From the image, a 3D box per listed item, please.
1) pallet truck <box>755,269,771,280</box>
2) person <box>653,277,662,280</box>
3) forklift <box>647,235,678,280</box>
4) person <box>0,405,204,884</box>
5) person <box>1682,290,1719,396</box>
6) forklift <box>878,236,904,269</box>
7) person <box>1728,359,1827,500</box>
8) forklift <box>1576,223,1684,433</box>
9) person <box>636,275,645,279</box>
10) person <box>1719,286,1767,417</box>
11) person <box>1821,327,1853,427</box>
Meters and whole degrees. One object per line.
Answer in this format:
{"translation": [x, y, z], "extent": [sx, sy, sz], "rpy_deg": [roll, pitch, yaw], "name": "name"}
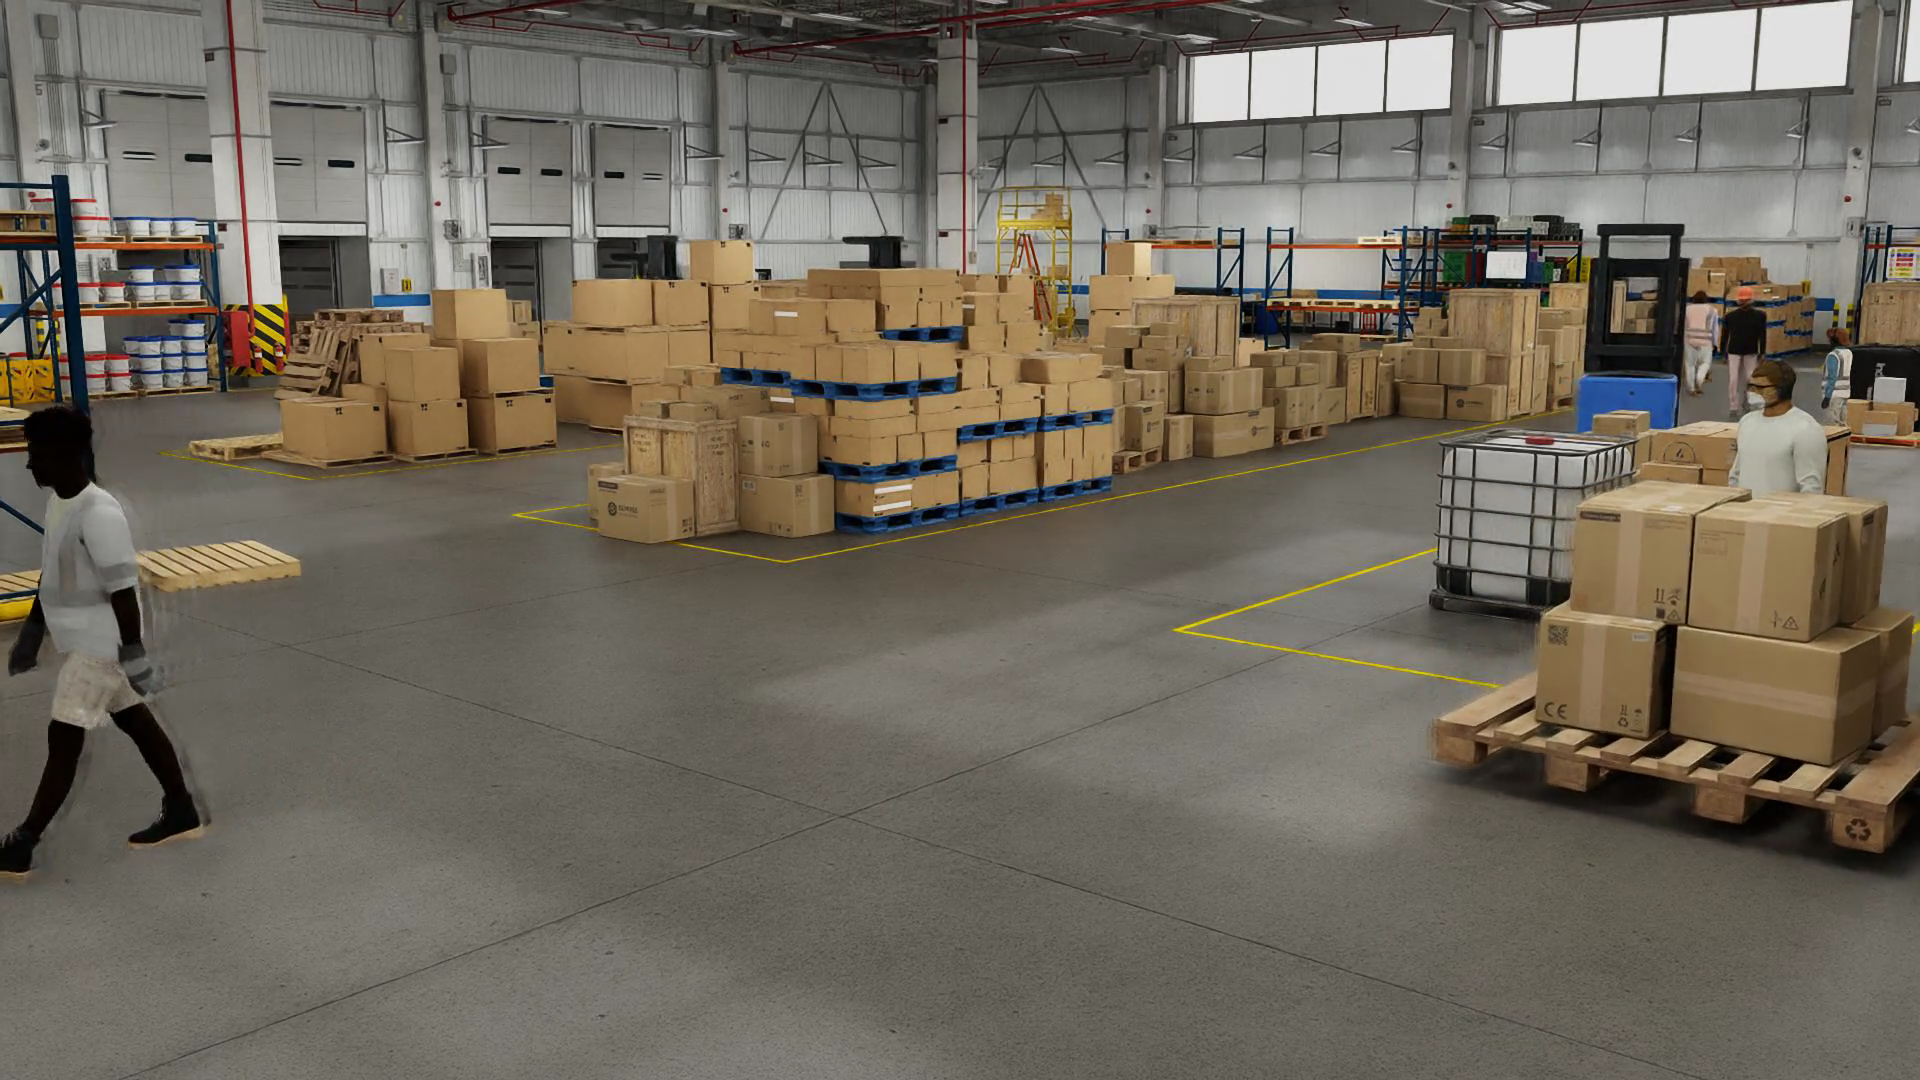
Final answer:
{"translation": [-4.996, -6.432, 45.525], "extent": [1.885, 1.965, 0.823], "rpy_deg": [-6, 12, -32], "name": "pallet truck"}
{"translation": [-6.518, -4.725, 36.016], "extent": [0.634, 1.930, 0.384], "rpy_deg": [-5, 11, -26], "name": "person"}
{"translation": [-6.576, -5.380, 37.025], "extent": [1.873, 2.768, 1.129], "rpy_deg": [3, 10, 15], "name": "forklift"}
{"translation": [-3.640, 0.412, 6.776], "extent": [1.012, 1.910, 0.614], "rpy_deg": [-8, 12, -37], "name": "person"}
{"translation": [12.737, -3.395, 28.704], "extent": [0.655, 1.829, 0.450], "rpy_deg": [6, 12, 33], "name": "person"}
{"translation": [-1.629, -5.799, 39.408], "extent": [1.873, 2.768, 1.129], "rpy_deg": [2, 10, 14], "name": "forklift"}
{"translation": [4.554, -0.052, 9.373], "extent": [0.352, 1.936, 0.635], "rpy_deg": [-2, 10, -13], "name": "person"}
{"translation": [7.904, -2.309, 19.539], "extent": [1.129, 2.768, 1.873], "rpy_deg": [4, 11, 23], "name": "forklift"}
{"translation": [-7.527, -5.303, 39.293], "extent": [0.369, 1.928, 0.586], "rpy_deg": [8, 13, 38], "name": "person"}
{"translation": [11.800, -2.834, 25.095], "extent": [0.652, 1.977, 0.444], "rpy_deg": [5, 11, 28], "name": "person"}
{"translation": [10.185, -1.654, 19.351], "extent": [0.521, 1.636, 0.311], "rpy_deg": [-9, 13, -41], "name": "person"}
